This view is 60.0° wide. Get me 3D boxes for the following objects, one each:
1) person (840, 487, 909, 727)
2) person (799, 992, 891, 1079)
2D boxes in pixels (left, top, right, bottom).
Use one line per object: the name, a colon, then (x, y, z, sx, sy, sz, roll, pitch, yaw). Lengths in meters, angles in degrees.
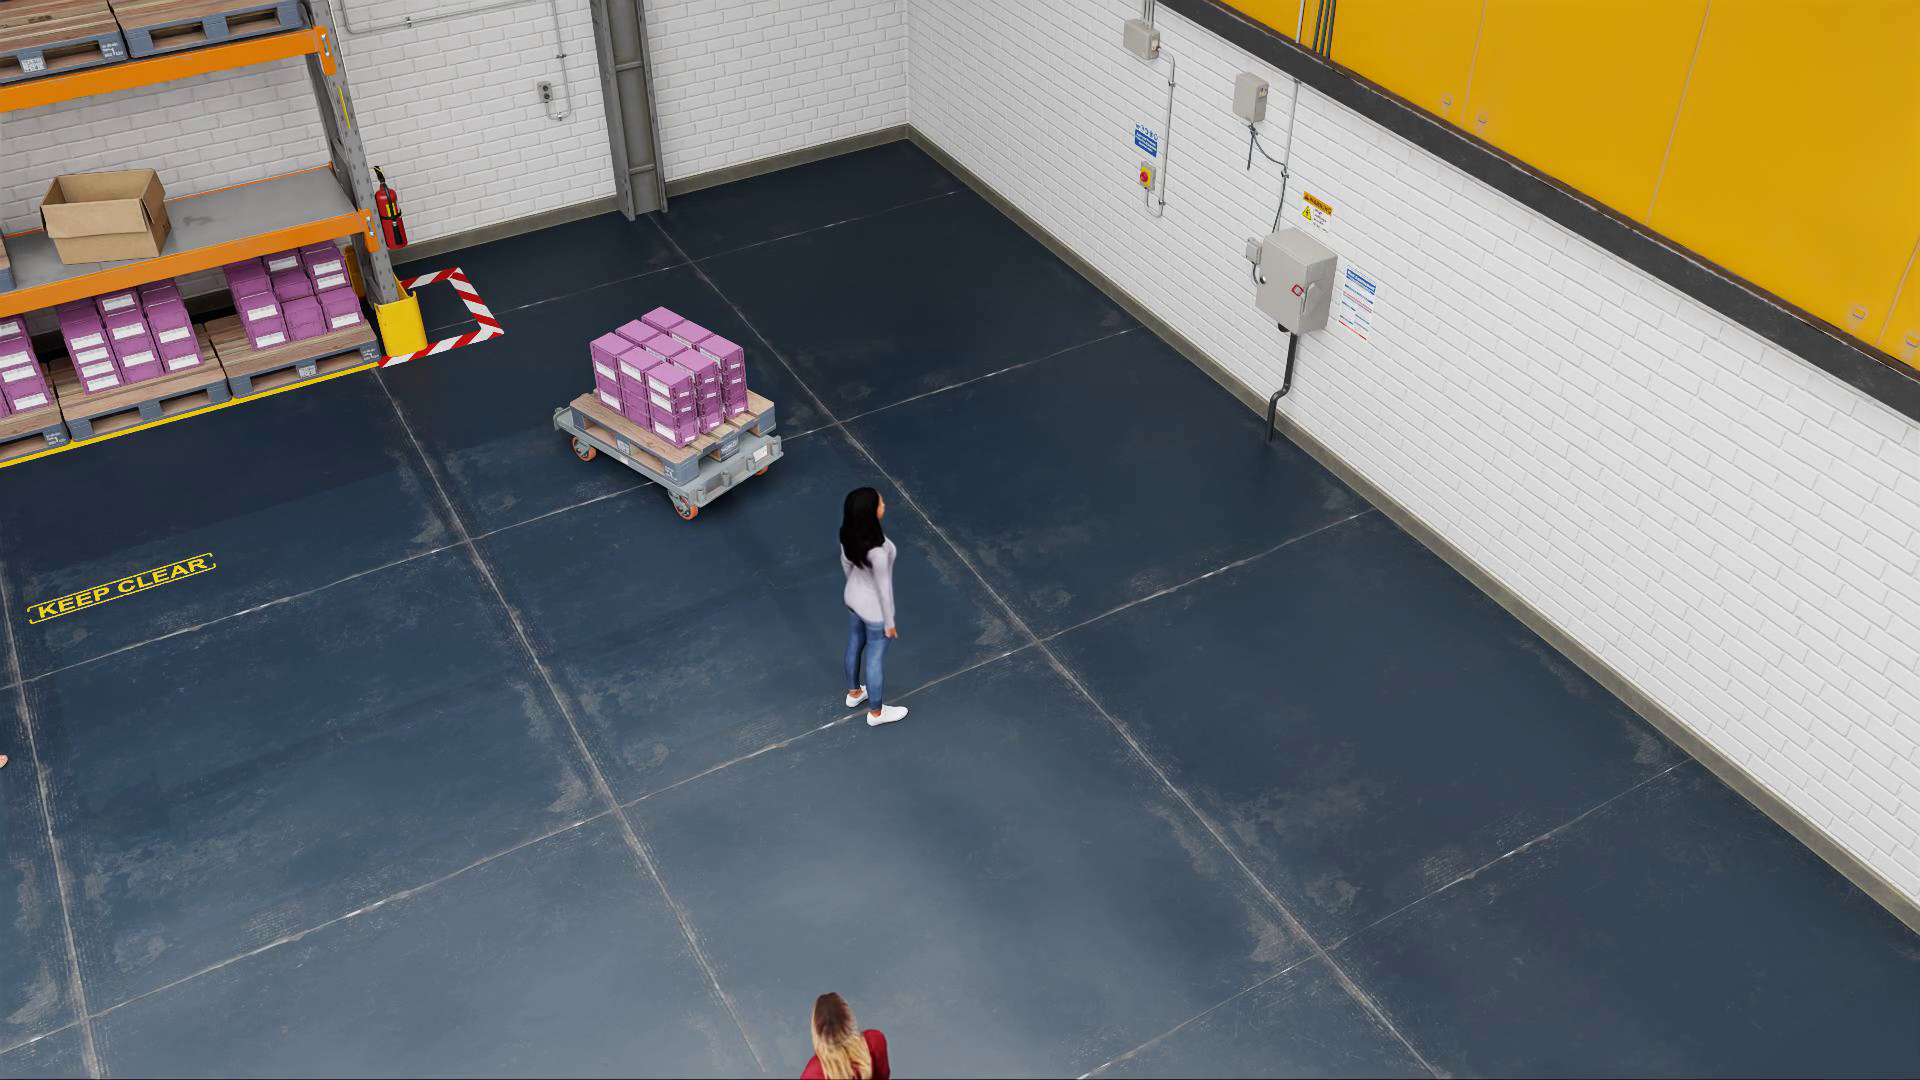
person: (-0.571, 0.398, 10.194, 0.546, 1.734, 0.620, -24, 44, -27)
person: (-0.515, 2.600, 7.517, 0.504, 1.634, 0.691, -28, 46, -30)
